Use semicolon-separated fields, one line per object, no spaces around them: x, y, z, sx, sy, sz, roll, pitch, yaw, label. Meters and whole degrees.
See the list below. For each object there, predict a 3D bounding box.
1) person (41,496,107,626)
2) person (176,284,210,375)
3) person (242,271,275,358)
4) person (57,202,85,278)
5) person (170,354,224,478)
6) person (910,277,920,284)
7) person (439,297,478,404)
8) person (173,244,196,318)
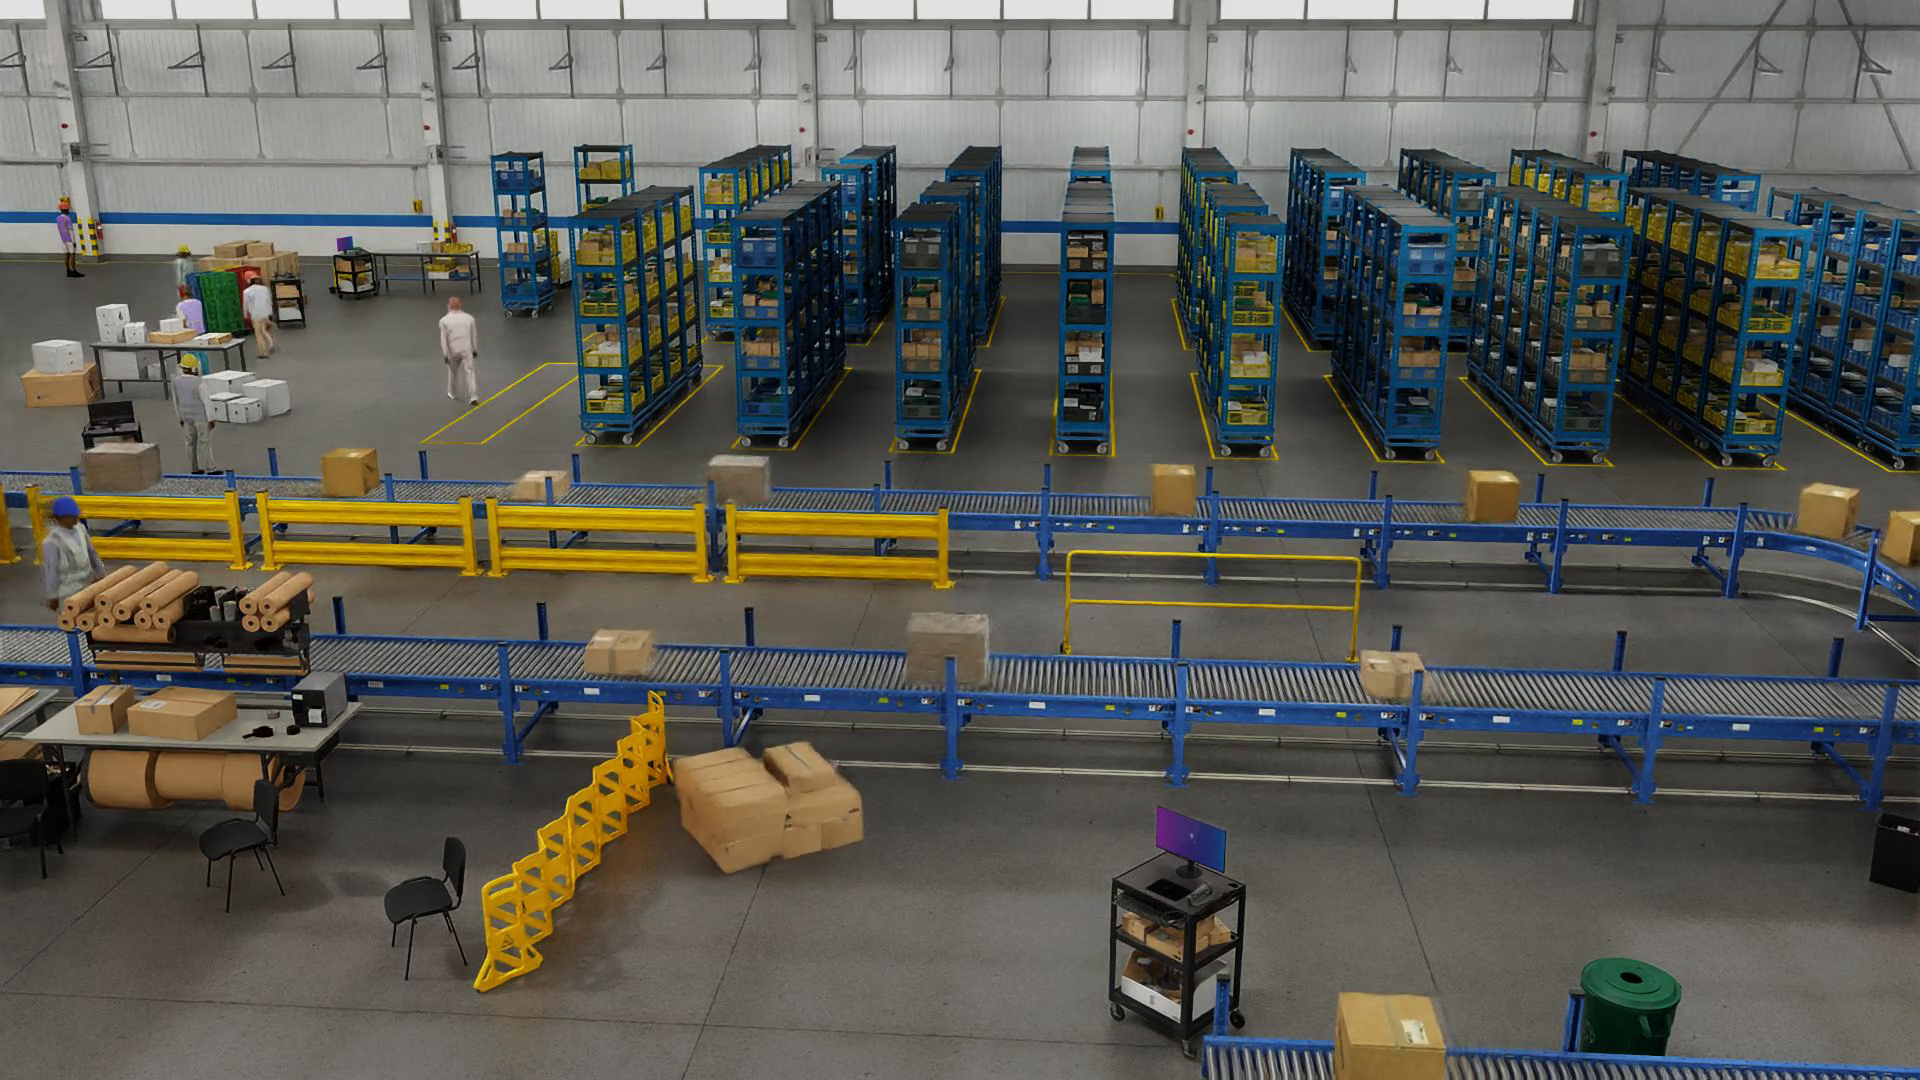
-9.065;0.454;17.041;1.024;1.895;0.613;0;17;0;person
-14.038;-3.751;30.438;0.395;1.847;0.564;6;18;18;person
-13.882;-4.448;32.852;0.437;1.730;0.563;8;19;24;person
-23.057;-7.774;43.060;0.553;1.933;0.368;11;21;31;person
-11.153;-1.807;24.292;0.588;1.835;0.404;5;18;14;person
-0.914;-5.712;36.690;0.404;1.829;0.600;-5;18;-16;person
-8.744;-3.319;29.082;0.652;1.851;1.046;-10;20;-29;person
-17.211;-5.729;36.952;0.863;1.703;0.486;1;18;2;person
